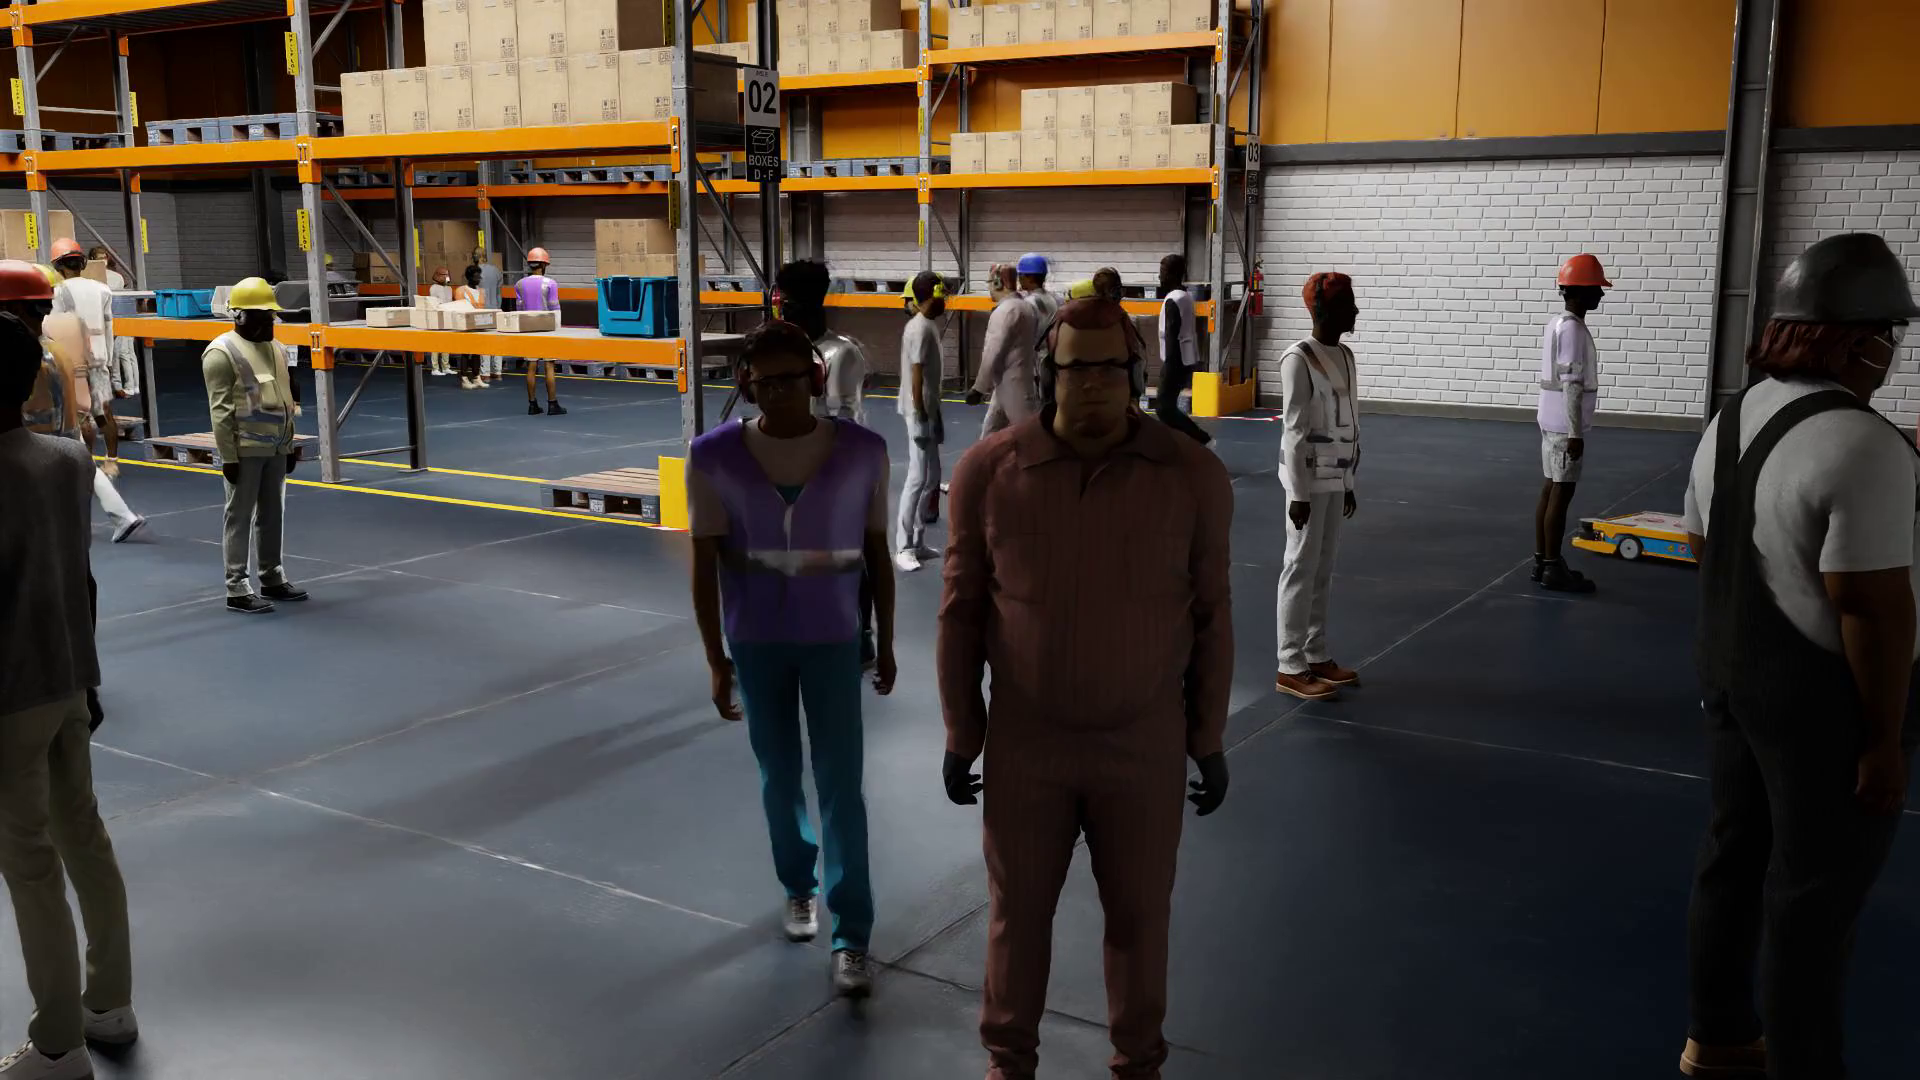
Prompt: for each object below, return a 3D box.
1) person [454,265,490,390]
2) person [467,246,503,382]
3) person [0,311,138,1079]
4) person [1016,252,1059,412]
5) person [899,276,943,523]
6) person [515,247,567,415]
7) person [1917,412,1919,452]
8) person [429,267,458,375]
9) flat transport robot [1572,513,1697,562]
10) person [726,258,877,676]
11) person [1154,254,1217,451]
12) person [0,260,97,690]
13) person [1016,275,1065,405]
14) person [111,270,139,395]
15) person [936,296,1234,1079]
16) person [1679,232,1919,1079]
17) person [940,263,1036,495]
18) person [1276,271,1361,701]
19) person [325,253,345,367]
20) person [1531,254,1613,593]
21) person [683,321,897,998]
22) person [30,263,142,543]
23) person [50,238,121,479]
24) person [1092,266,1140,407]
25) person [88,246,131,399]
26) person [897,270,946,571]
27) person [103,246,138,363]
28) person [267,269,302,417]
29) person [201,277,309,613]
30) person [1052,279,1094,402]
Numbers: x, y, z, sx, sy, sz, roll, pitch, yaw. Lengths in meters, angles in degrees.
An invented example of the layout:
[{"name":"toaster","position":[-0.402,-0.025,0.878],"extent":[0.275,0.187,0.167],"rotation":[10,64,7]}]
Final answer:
[{"name":"person","position":[-6.620,-2.889,22.628],"extent":[0.387,1.684,0.554],"rotation":[7,12,33]},{"name":"person","position":[-6.807,-3.227,23.805],"extent":[0.372,1.936,0.627],"rotation":[5,12,27]},{"name":"person","position":[-2.239,0.385,3.973],"extent":[0.328,1.872,0.510],"rotation":[1,10,4]},{"name":"person","position":[0.688,-1.365,13.505],"extent":[0.793,1.928,0.609],"rotation":[4,11,20]},{"name":"person","position":[-0.287,-1.005,11.963],"extent":[0.314,1.769,0.525],"rotation":[1,10,6]},{"name":"person","position":[-4.852,-2.407,19.260],"extent":[0.544,1.937,0.358],"rotation":[3,11,15]},{"name":"person","position":[8.518,-1.499,14.333],"extent":[0.401,1.901,0.642],"rotation":[5,11,24]},{"name":"person","position":[-7.778,-3.286,25.001],"extent":[0.289,1.629,0.498],"rotation":[4,11,21]},{"name":"flat transport robot","position":[4.673,0.017,10.441],"extent":[0.652,0.197,1.431],"rotation":[-8,13,-38]},{"name":"person","position":[-0.736,-0.298,7.561],"extent":[0.903,1.925,0.635],"rotation":[-8,13,-39]},{"name":"person","position":[1.905,-1.544,14.573],"extent":[0.633,1.908,0.613],"rotation":[3,11,19]},{"name":"person","position":[-3.980,-0.228,7.181],"extent":[0.354,1.939,0.545],"rotation":[-4,11,-19]},{"name":"person","position":[0.669,-1.553,14.627],"extent":[0.638,1.902,0.438],"rotation":[4,11,21]},{"name":"person","position":[-10.959,-2.703,21.730],"extent":[0.282,1.634,0.498],"rotation":[-1,10,-4]},{"name":"person","position":[0.272,0.427,3.641],"extent":[0.655,1.905,0.407],"rotation":[1,10,4]},{"name":"person","position":[1.953,0.339,3.754],"extent":[0.538,2.000,0.684],"rotation":[-1,10,-5]},{"name":"person","position":[0.324,-1.166,12.630],"extent":[1.011,1.839,0.628],"rotation":[2,10,9]},{"name":"person","position":[1.607,-0.242,7.408],"extent":[0.355,1.884,0.575],"rotation":[7,12,33]},{"name":"person","position":[-9.959,-3.626,26.348],"extent":[0.536,1.817,0.597],"rotation":[6,12,31]},{"name":"person","position":[3.541,-0.673,9.647],"extent":[0.359,1.939,0.542],"rotation":[2,10,9]},{"name":"person","position":[-0.447,0.319,4.521],"extent":[0.573,1.797,0.923],"rotation":[-1,10,-5]},{"name":"person","position":[-5.951,-0.906,11.124],"extent":[0.994,1.881,0.594],"rotation":[2,10,12]},{"name":"person","position":[-7.349,-1.487,13.886],"extent":[0.393,2.036,0.605],"rotation":[4,11,22]},{"name":"person","position":[0.990,-0.936,11.363],"extent":[0.511,1.842,0.327],"rotation":[5,11,24]},{"name":"person","position":[-10.855,-2.738,21.084],"extent":[0.372,1.940,0.631],"rotation":[7,12,33]},{"name":"person","position":[-0.237,-0.746,10.339],"extent":[0.307,1.833,0.675],"rotation":[1,10,3]},{"name":"person","position":[-13.725,-3.762,26.787],"extent":[1.002,1.941,0.638],"rotation":[0,10,-2]},{"name":"person","position":[-7.762,-2.258,19.099],"extent":[0.317,1.693,0.540],"rotation":[-4,11,-23]},{"name":"person","position":[-3.847,-0.516,9.110],"extent":[0.405,1.823,0.591],"rotation":[2,11,14]},{"name":"person","position":[0.847,-1.296,13.719],"extent":[0.843,1.719,0.549],"rotation":[3,11,15]}]
